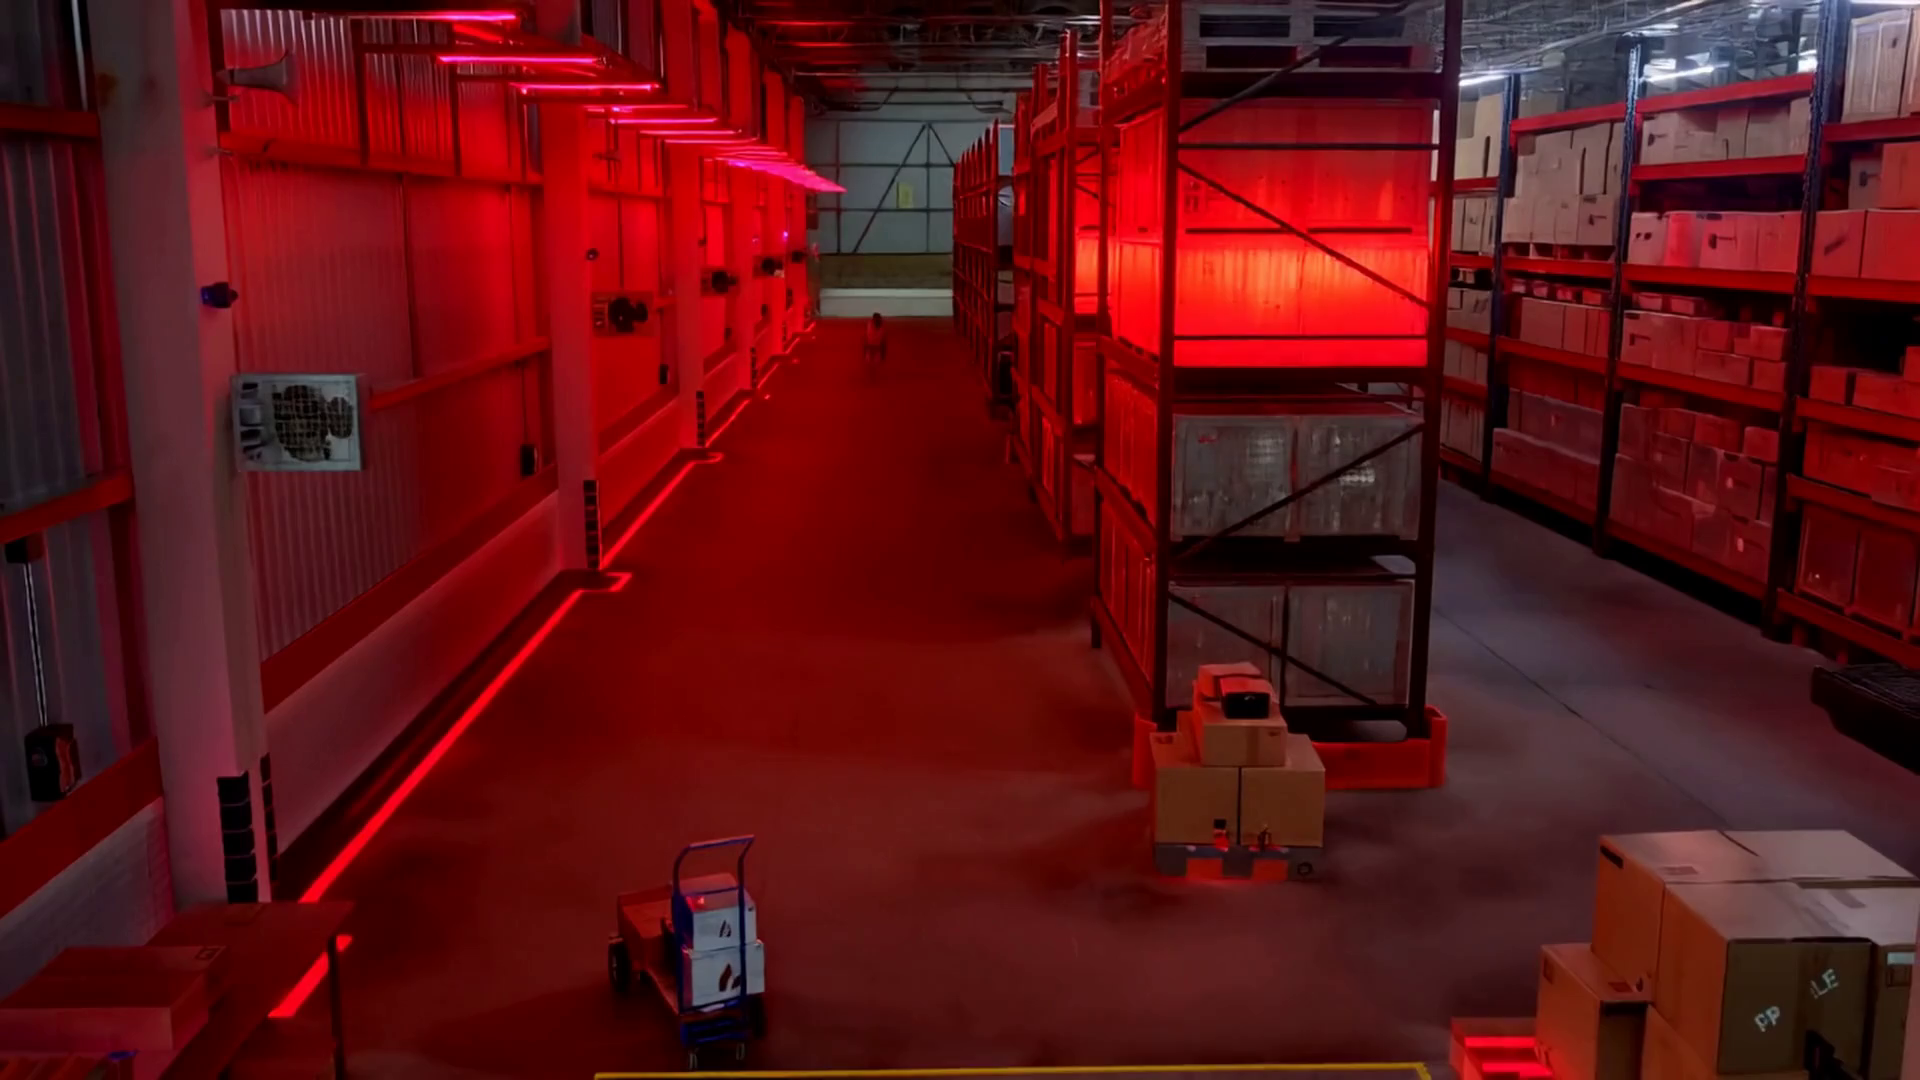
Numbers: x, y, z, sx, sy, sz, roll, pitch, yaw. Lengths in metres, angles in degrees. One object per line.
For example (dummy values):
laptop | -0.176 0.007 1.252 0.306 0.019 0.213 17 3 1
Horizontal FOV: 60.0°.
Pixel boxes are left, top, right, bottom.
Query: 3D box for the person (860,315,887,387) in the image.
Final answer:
person | -2.138 -4.630 40.800 0.696 1.786 0.860 1 11 3
